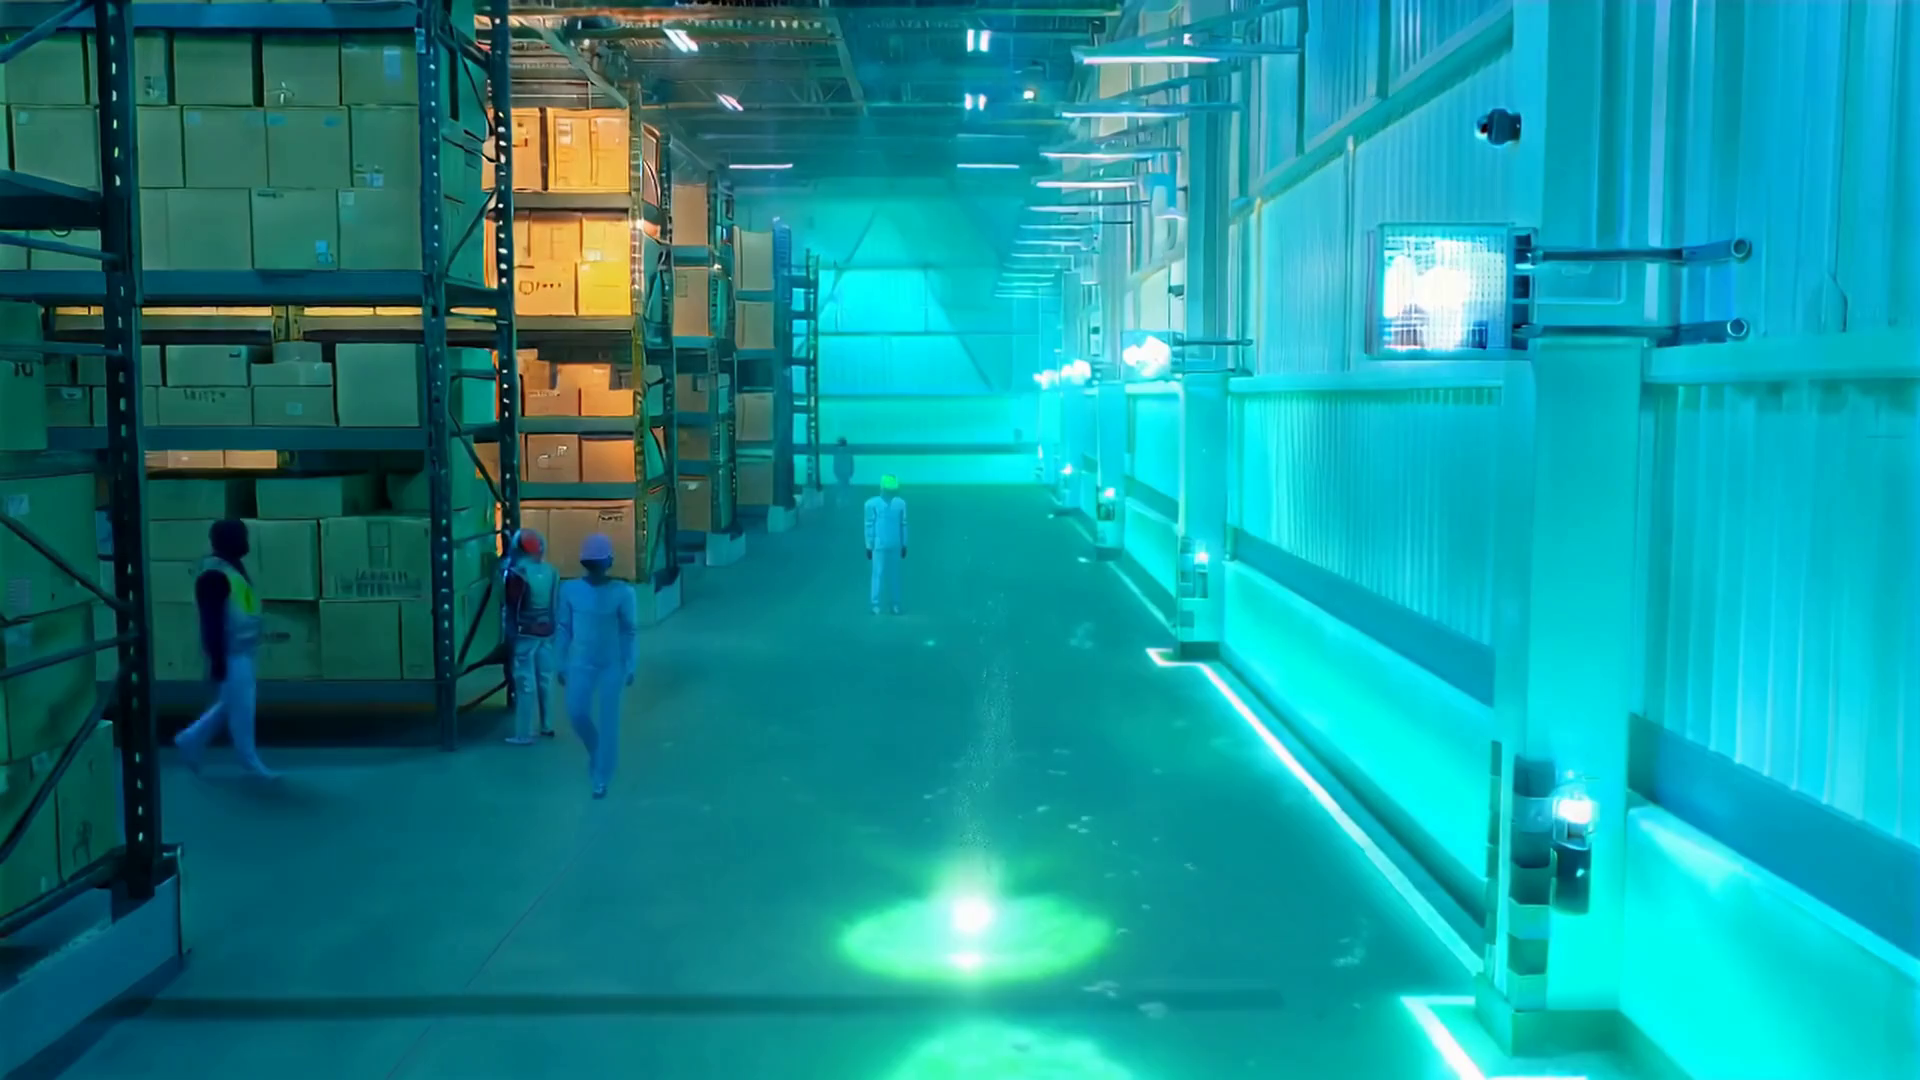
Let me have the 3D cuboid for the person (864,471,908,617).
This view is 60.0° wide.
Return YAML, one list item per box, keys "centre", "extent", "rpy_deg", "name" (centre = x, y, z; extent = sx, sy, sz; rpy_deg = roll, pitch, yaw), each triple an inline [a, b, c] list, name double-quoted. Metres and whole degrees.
- centre: [-0.865, 0.051, 19.860]
  extent: [0.566, 1.744, 0.351]
  rpy_deg: [-3, 6, -29]
  name: "person"

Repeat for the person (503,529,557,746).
- centre: [-3.237, 0.733, 12.574]
  extent: [0.314, 1.632, 0.523]
  rpy_deg: [3, 6, 29]
  name: "person"

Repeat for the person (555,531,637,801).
- centre: [-2.387, 0.806, 10.982]
  extent: [0.537, 1.751, 0.563]
  rpy_deg: [0, 5, 3]
  name: "person"

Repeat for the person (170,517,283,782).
- centre: [-5.013, 0.750, 11.287]
  extent: [0.694, 1.823, 0.631]
  rpy_deg: [-1, 5, -7]
  name: "person"

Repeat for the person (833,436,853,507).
- centre: [-2.812, -1.652, 39.970]
  extent: [0.501, 1.689, 0.892]
  rpy_deg: [0, 5, 2]
  name: "person"
